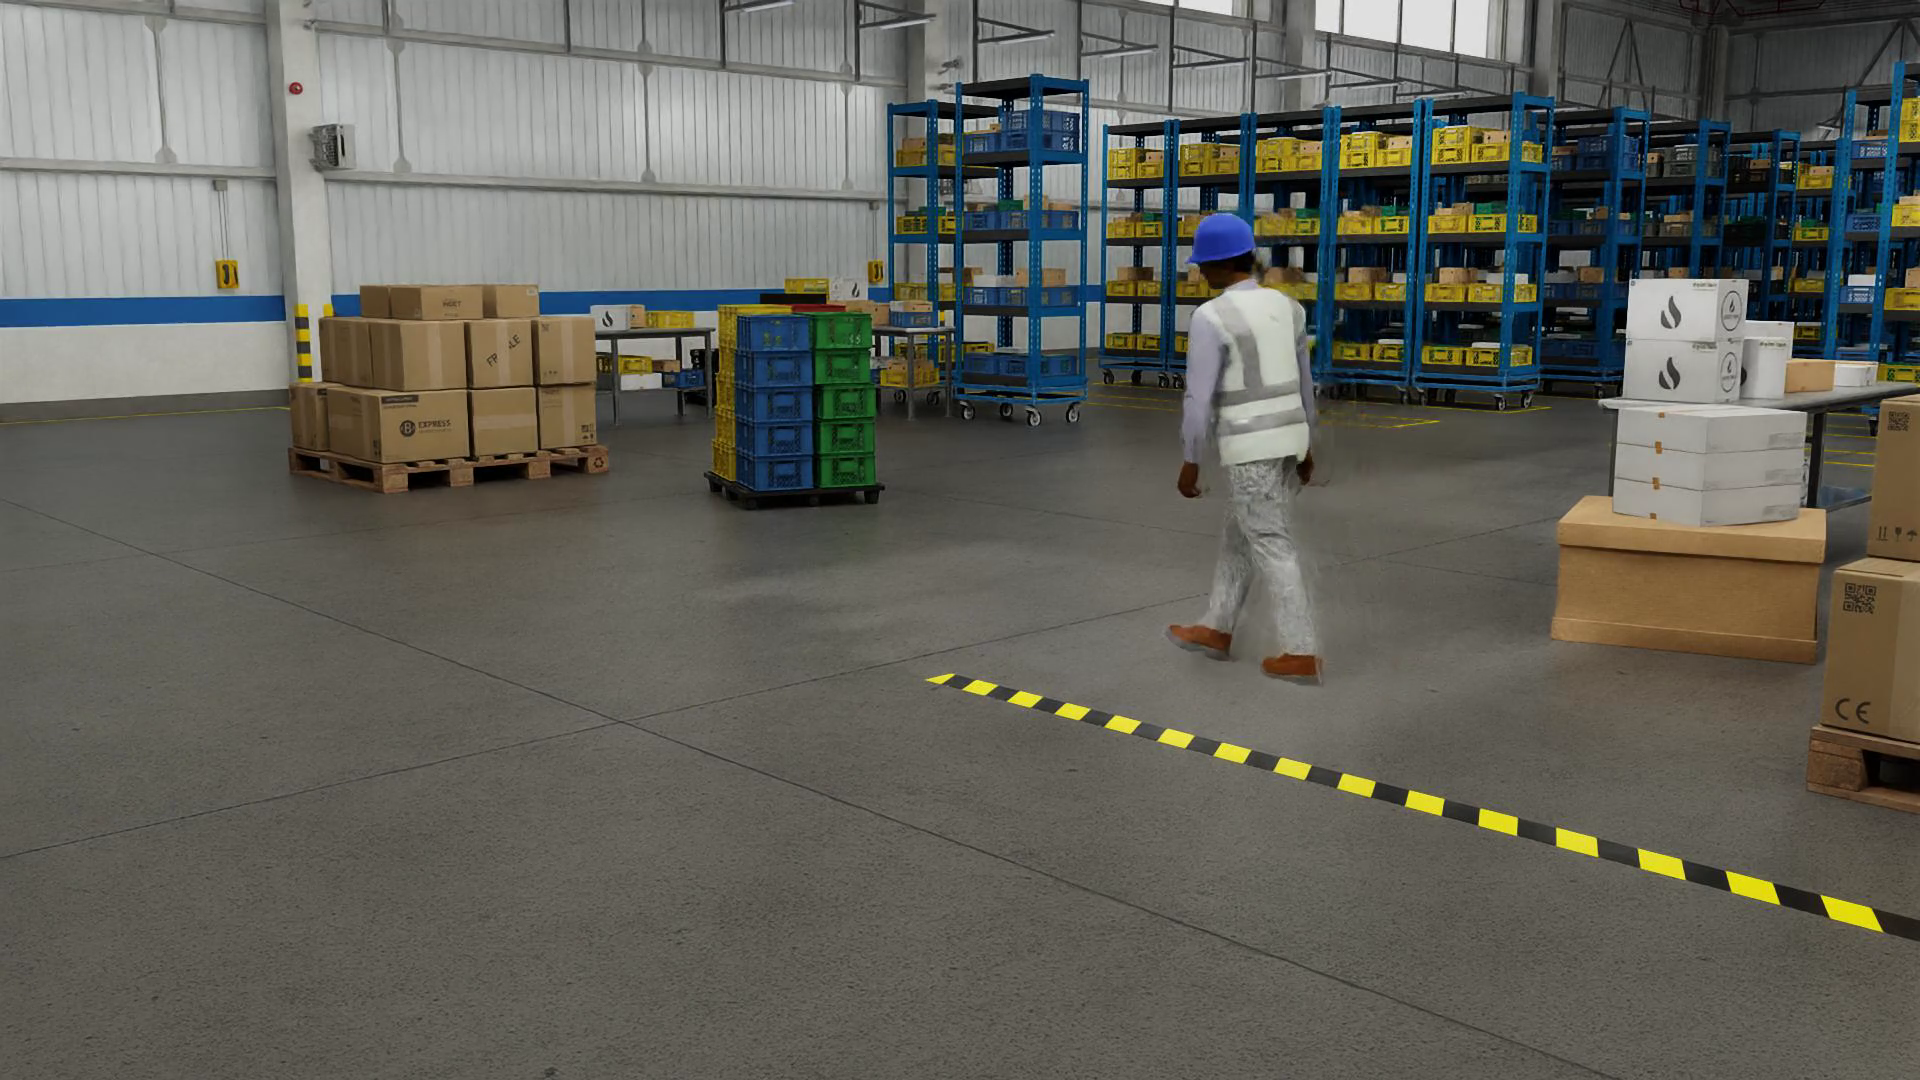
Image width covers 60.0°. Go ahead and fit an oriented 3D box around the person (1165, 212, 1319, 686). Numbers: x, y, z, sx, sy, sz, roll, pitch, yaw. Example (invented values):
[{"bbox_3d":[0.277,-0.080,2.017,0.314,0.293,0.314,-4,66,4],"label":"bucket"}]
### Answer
[{"bbox_3d":[1.153,-0.378,6.835,0.877,1.893,0.633,9,13,44],"label":"person"}]
